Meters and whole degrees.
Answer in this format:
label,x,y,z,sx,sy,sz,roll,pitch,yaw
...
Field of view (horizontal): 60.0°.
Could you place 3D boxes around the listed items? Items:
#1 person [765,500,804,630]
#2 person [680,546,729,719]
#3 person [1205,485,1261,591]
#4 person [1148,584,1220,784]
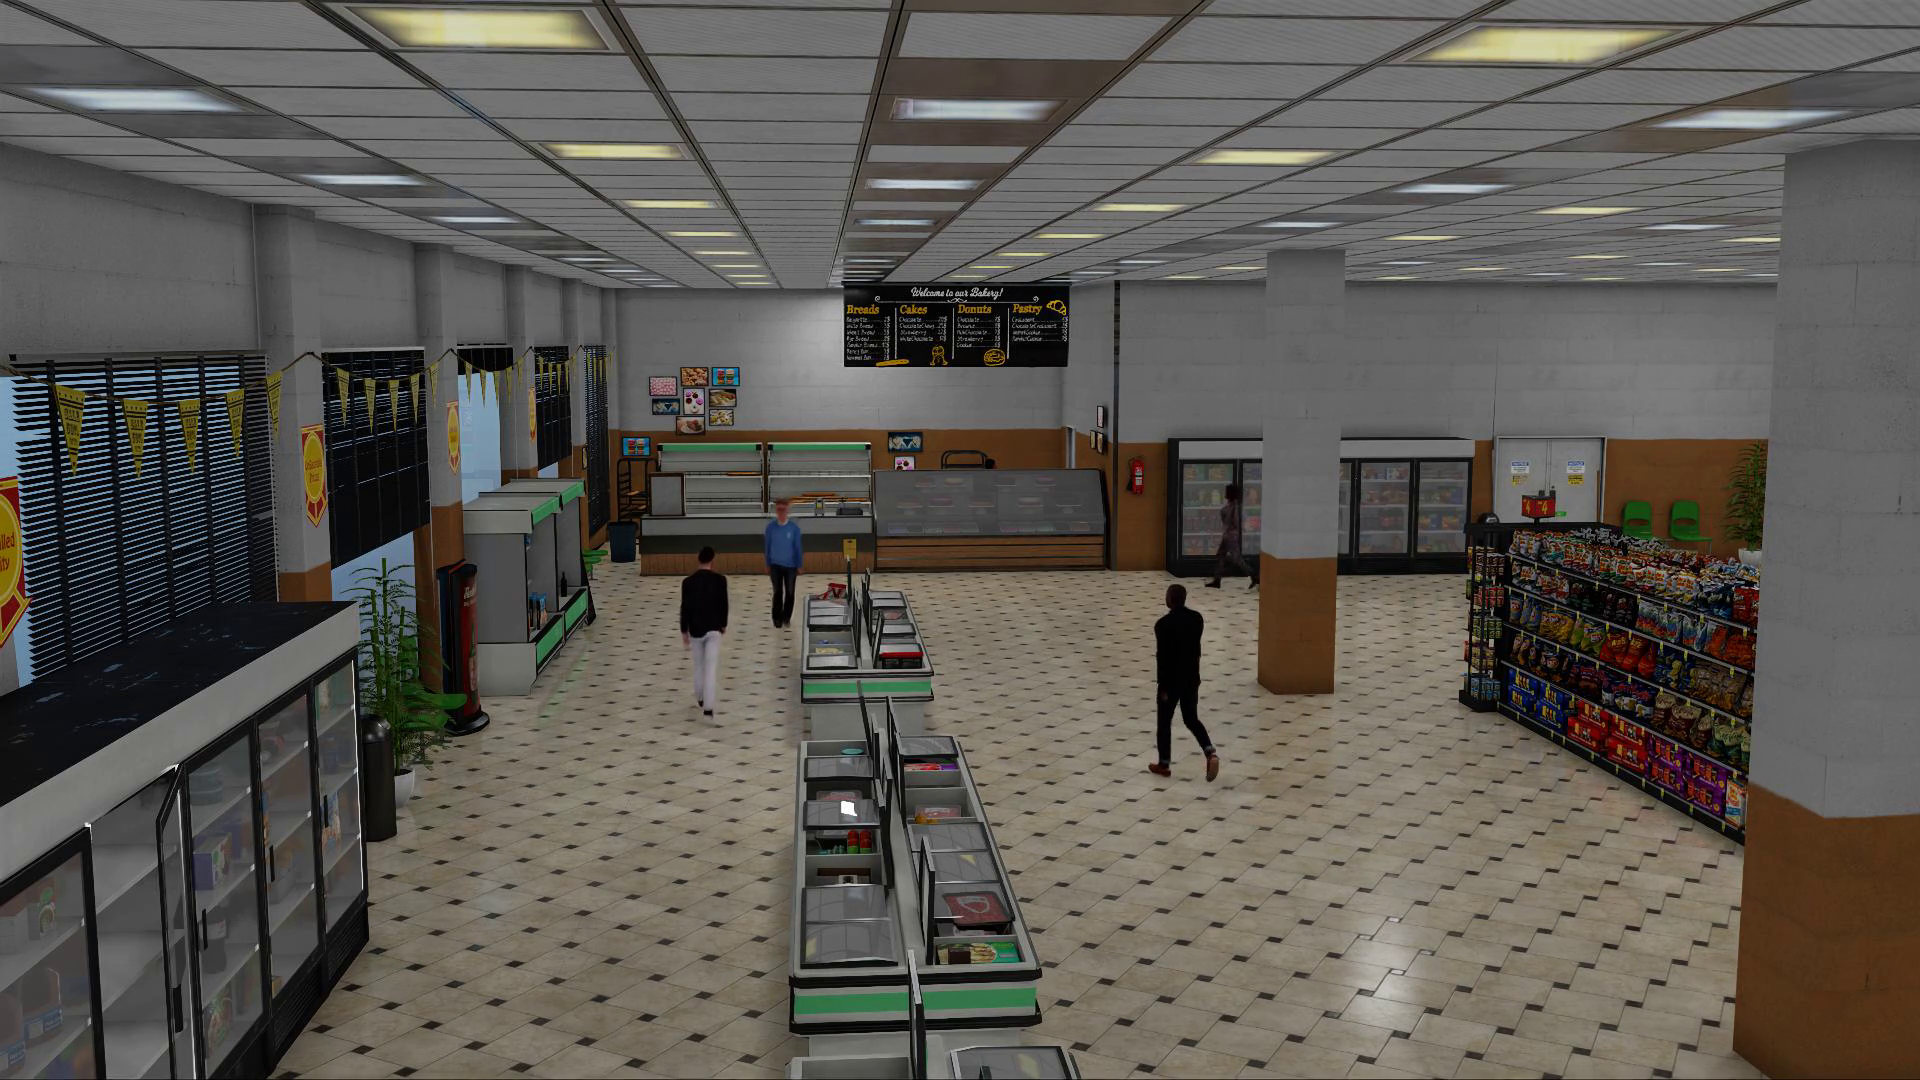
label,x,y,z,sx,sy,sz,roll,pitch,yaw
person,-2.441,0.342,23.148,0.716,1.768,1.141,0,7,-2
person,-2.657,1.020,17.485,0.706,1.780,1.285,-1,7,-10
person,4.390,-0.006,26.401,0.979,1.678,1.164,2,7,19
person,2.037,1.311,15.005,0.960,1.797,1.207,-4,8,-28
